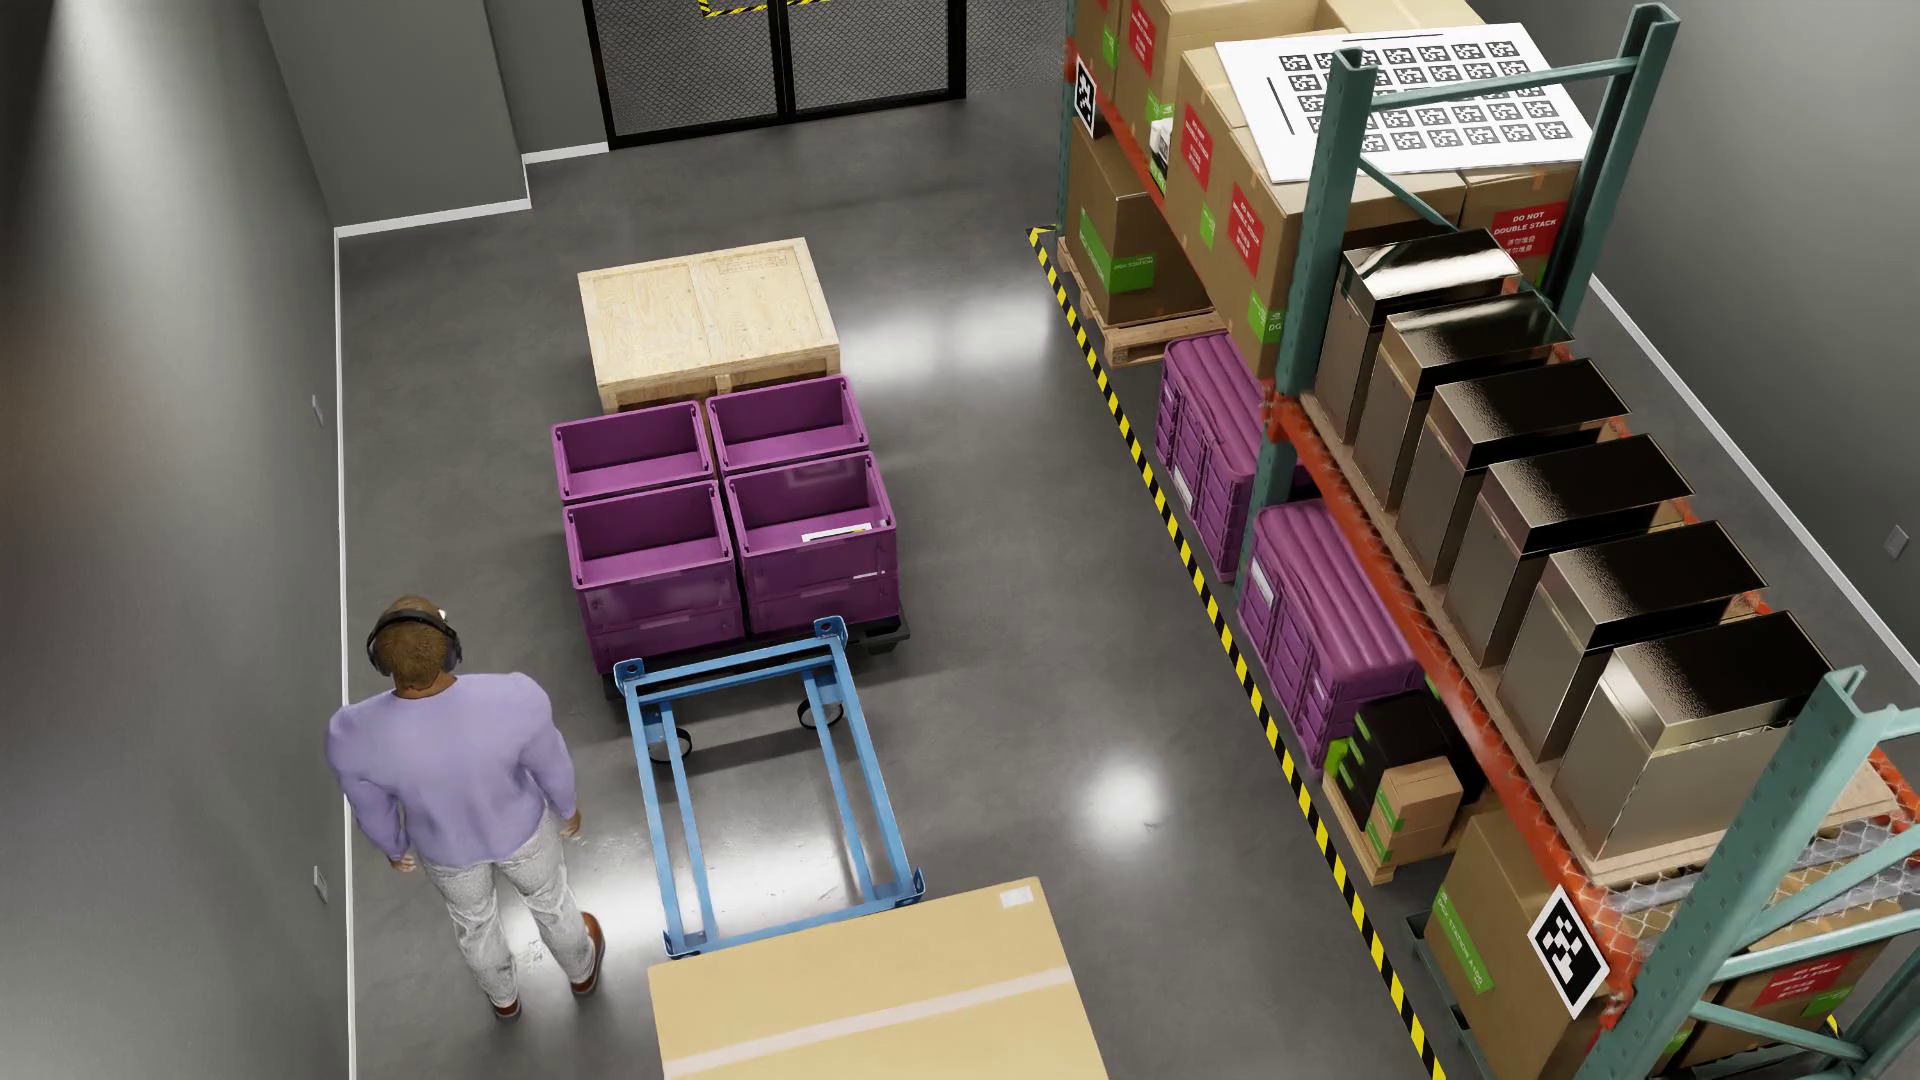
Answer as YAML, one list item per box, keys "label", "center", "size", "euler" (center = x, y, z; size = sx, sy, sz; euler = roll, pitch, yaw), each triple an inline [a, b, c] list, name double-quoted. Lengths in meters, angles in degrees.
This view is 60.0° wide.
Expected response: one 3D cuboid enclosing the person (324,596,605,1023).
- label: "person"
  center: [-1.471, 0.868, 5.089]
  size: [0.630, 1.938, 0.366]
  euler: [-12, 48, -10]
